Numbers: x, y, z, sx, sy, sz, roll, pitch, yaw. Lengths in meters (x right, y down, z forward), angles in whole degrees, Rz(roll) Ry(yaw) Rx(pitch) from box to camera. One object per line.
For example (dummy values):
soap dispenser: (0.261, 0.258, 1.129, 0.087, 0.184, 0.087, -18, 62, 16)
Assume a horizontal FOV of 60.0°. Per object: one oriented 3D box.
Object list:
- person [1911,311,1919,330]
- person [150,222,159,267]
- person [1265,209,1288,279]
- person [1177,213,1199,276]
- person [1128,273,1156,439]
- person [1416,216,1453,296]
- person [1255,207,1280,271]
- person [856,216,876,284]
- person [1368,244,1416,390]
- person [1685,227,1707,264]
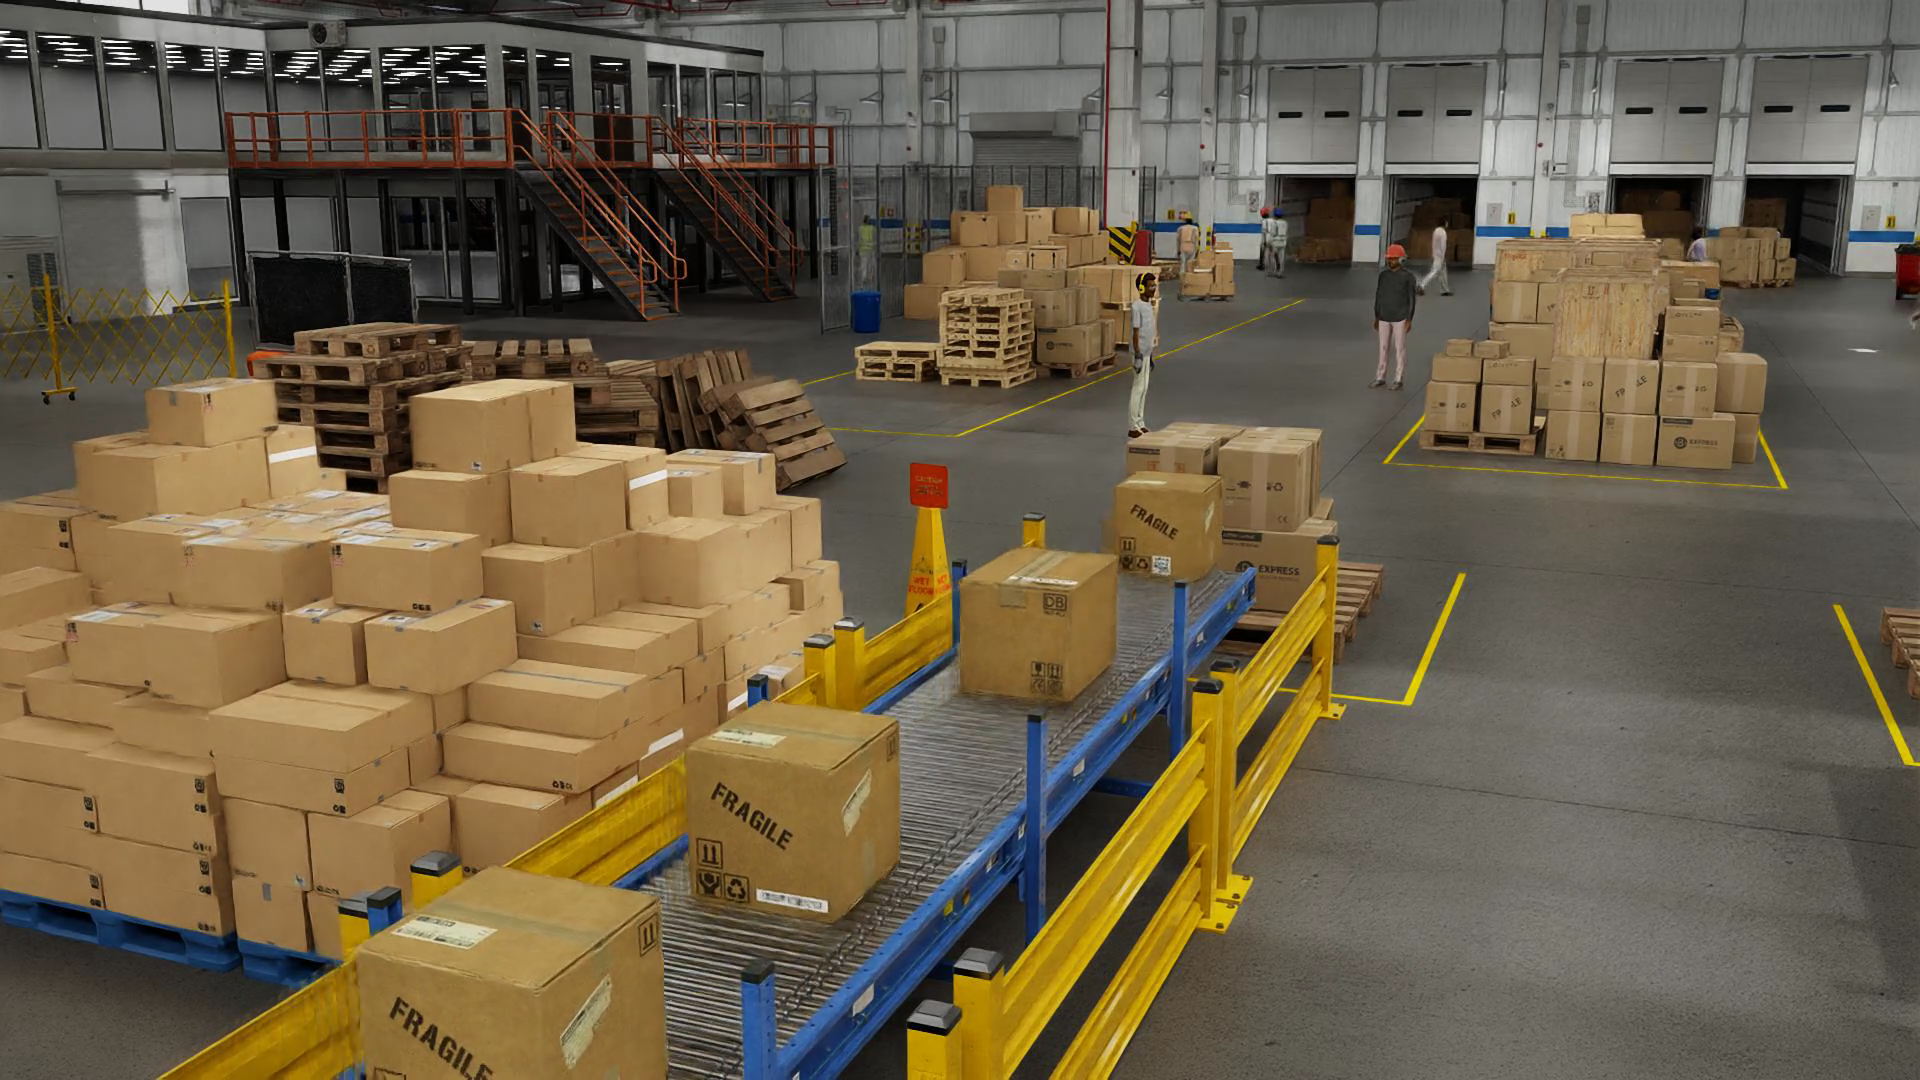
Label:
person: (17.977, -4.659, 30.676, 0.499, 1.725, 0.569, -6, 14, -26)
person: (-22.977, -8.464, 47.322, 0.410, 1.913, 0.643, -6, 14, -24)
person: (8.850, -8.267, 46.440, 0.625, 1.920, 0.729, -6, 14, -24)
person: (5.961, -7.550, 43.306, 0.612, 1.876, 0.954, 6, 14, 24)
person: (2.080, -2.076, 18.785, 0.328, 1.872, 0.514, 5, 14, 22)
person: (11.408, -6.784, 39.815, 0.843, 1.914, 0.642, 0, 13, 2)
person: (9.313, -9.051, 50.045, 0.615, 1.884, 0.930, -9, 16, -36)
person: (-2.478, -7.746, 44.393, 0.625, 1.807, 0.926, 1, 13, 2)
person: (5.971, -3.069, 22.952, 0.382, 1.996, 0.608, -11, 16, -40)
person: (15.898, -5.858, 35.924, 0.958, 1.799, 0.630, 6, 14, 26)
